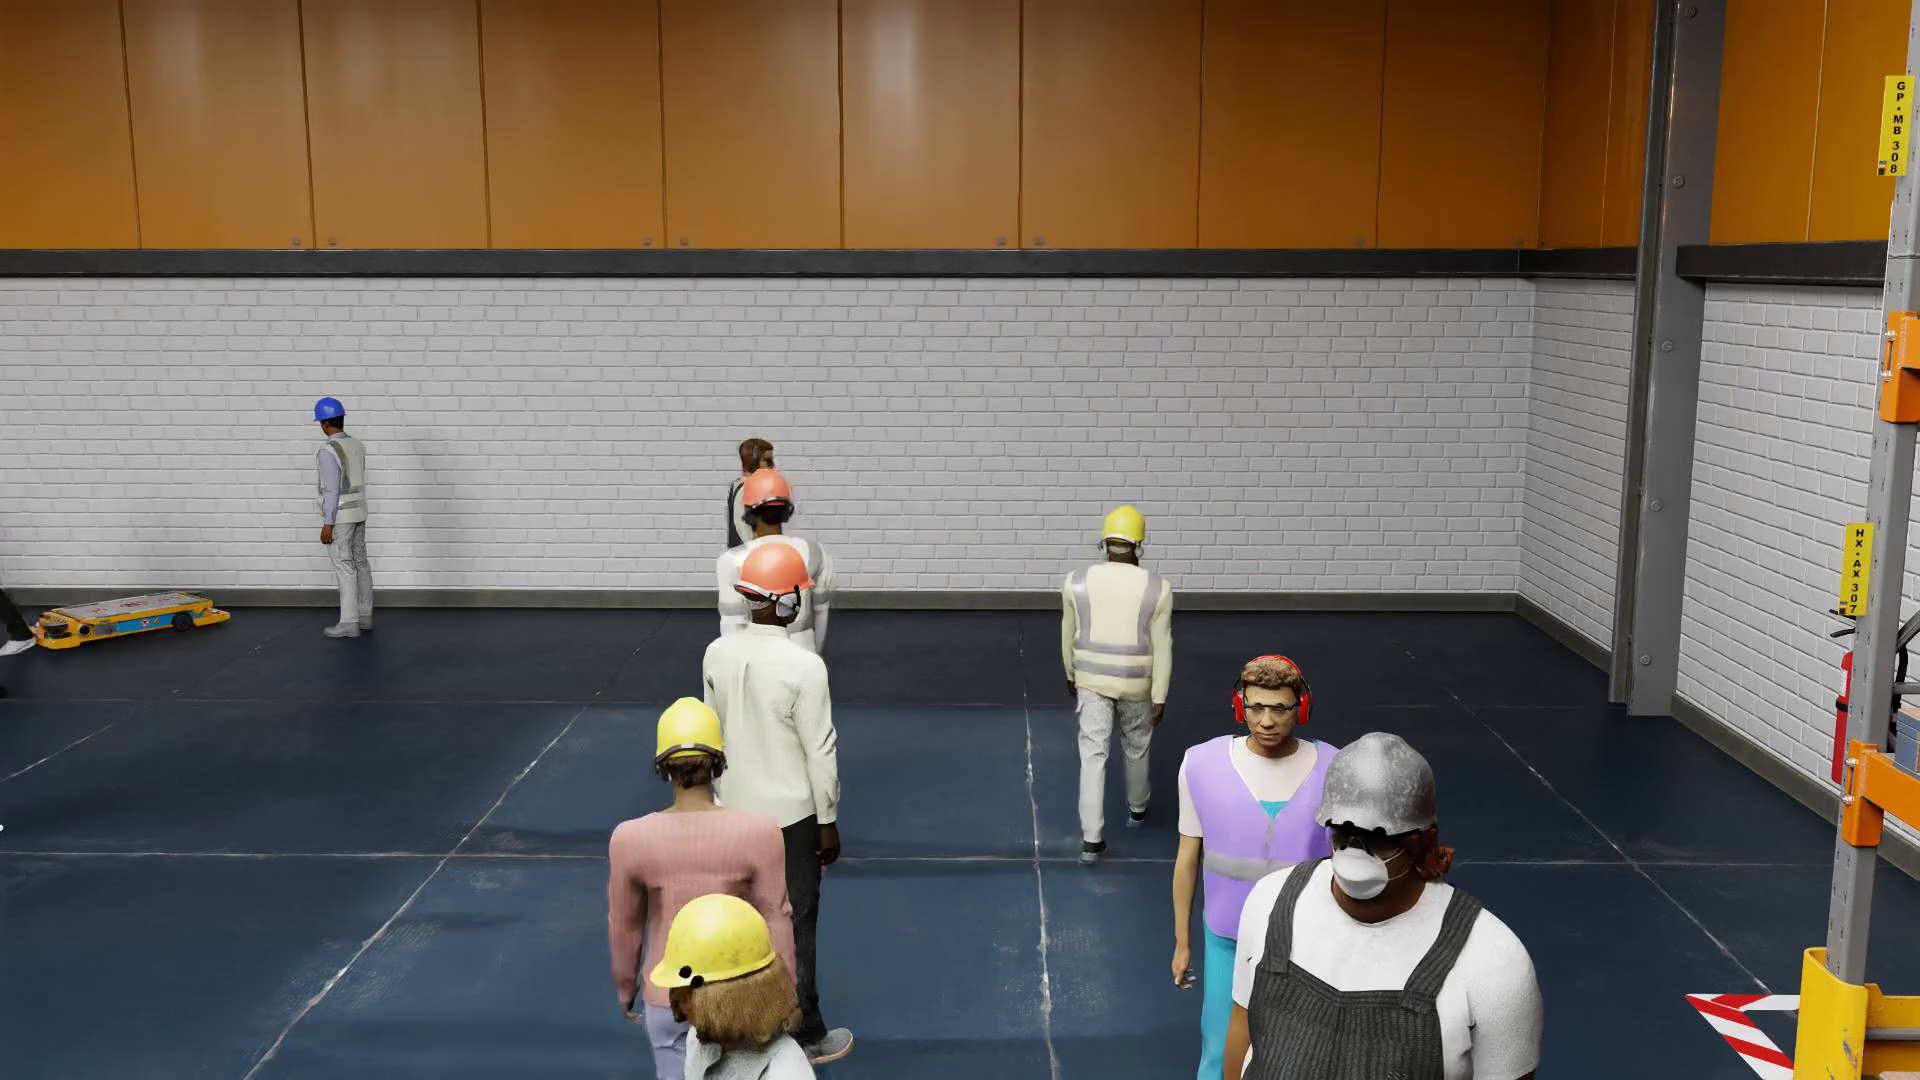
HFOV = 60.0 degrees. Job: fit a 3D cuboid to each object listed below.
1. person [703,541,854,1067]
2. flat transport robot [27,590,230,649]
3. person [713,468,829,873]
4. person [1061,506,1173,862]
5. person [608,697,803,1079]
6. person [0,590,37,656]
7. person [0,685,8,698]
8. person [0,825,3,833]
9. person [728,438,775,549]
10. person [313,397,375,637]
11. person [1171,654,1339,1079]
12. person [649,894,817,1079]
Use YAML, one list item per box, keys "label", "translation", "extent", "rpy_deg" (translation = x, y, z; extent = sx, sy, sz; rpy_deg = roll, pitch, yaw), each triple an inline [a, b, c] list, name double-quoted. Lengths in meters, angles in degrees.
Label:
- label: "person"
  translation: [-0.690, 0.994, 6.260]
  extent: [0.608, 1.995, 0.377]
  rpy_deg: [7, 12, 34]
- label: "flat transport robot"
  translation: [-6.811, 0.633, 13.572]
  extent: [0.652, 0.197, 1.431]
  rpy_deg: [8, 12, 39]
- label: "person"
  translation: [-0.969, 0.627, 8.462]
  extent: [0.623, 1.981, 1.072]
  rpy_deg: [-5, 11, -27]
- label: "person"
  translation: [0.809, 0.707, 8.609]
  extent: [0.586, 1.785, 0.934]
  rpy_deg: [2, 10, 11]
- label: "person"
  translation: [-0.754, 1.333, 4.929]
  extent: [0.575, 1.758, 0.352]
  rpy_deg: [1, 9, 3]
- label: "person"
  translation: [-7.428, 0.043, 12.424]
  extent: [0.635, 1.863, 0.965]
  rpy_deg: [2, 10, 12]
- label: "person"
  translation: [-6.877, 0.170, 11.364]
  extent: [0.552, 1.937, 0.356]
  rpy_deg: [-1, 10, -4]
- label: "person"
  translation: [-5.366, 0.631, 8.677]
  extent: [0.650, 1.913, 0.409]
  rpy_deg: [6, 11, 31]
- label: "person"
  translation: [-1.457, 0.216, 11.413]
  extent: [0.529, 1.836, 0.567]
  rpy_deg: [-3, 10, -20]
- label: "person"
  translation: [-5.014, -0.185, 13.480]
  extent: [0.406, 1.938, 0.615]
  rpy_deg: [1, 10, 6]
- label: "person"
  translation: [0.951, 1.245, 5.199]
  extent: [0.571, 1.843, 0.373]
  rpy_deg: [1, 10, 8]
- label: "person"
  translation: [-0.441, 1.576, 3.565]
  extent: [0.406, 1.725, 0.505]
  rpy_deg: [-5, 11, -29]
